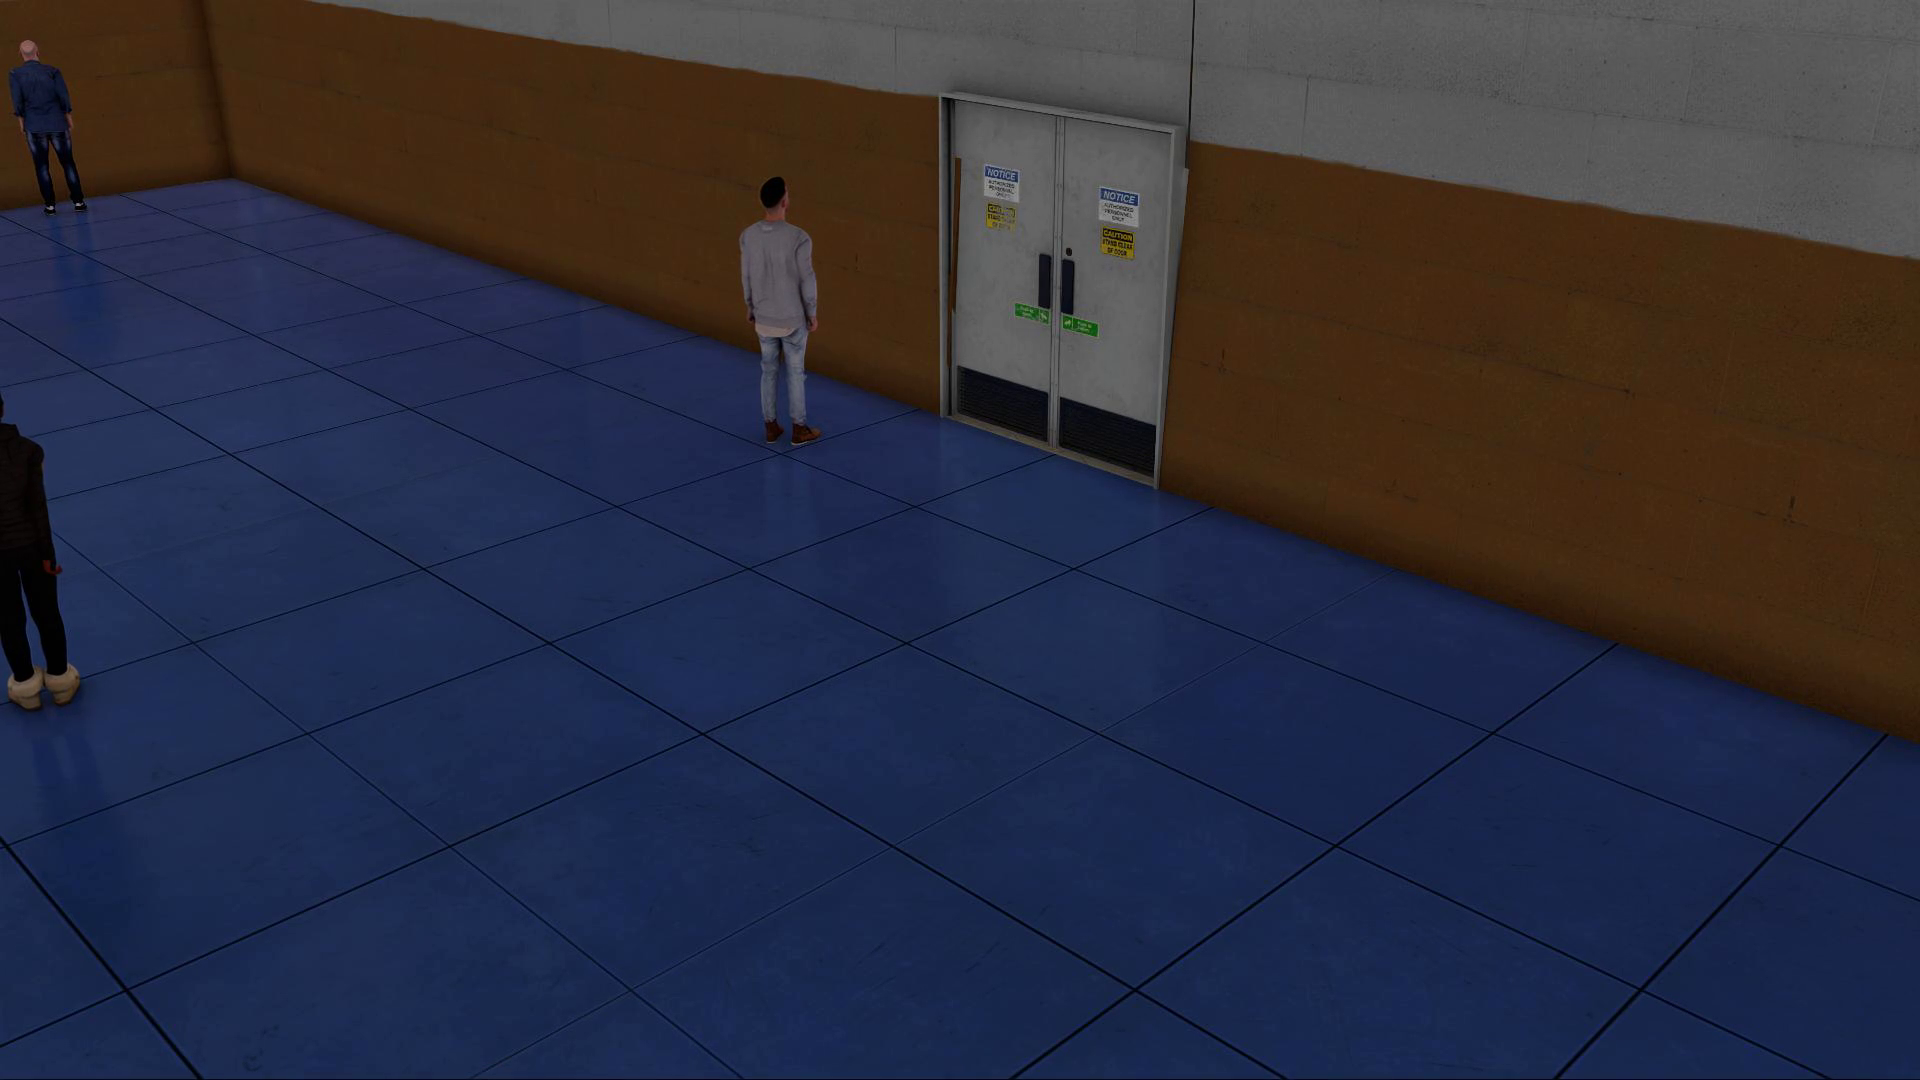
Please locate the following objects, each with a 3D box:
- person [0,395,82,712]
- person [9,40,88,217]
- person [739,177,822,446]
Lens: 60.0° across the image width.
[{"bbox_3d":[-4.460,0.052,7.840,0.671,1.659,0.607,9,25,19],"label":"person"},{"bbox_3d":[-9.814,-4.427,17.867,0.617,1.825,0.837,-13,27,-27],"label":"person"},{"bbox_3d":[-1.211,-1.543,11.259,0.768,1.840,0.741,8,25,17],"label":"person"}]
